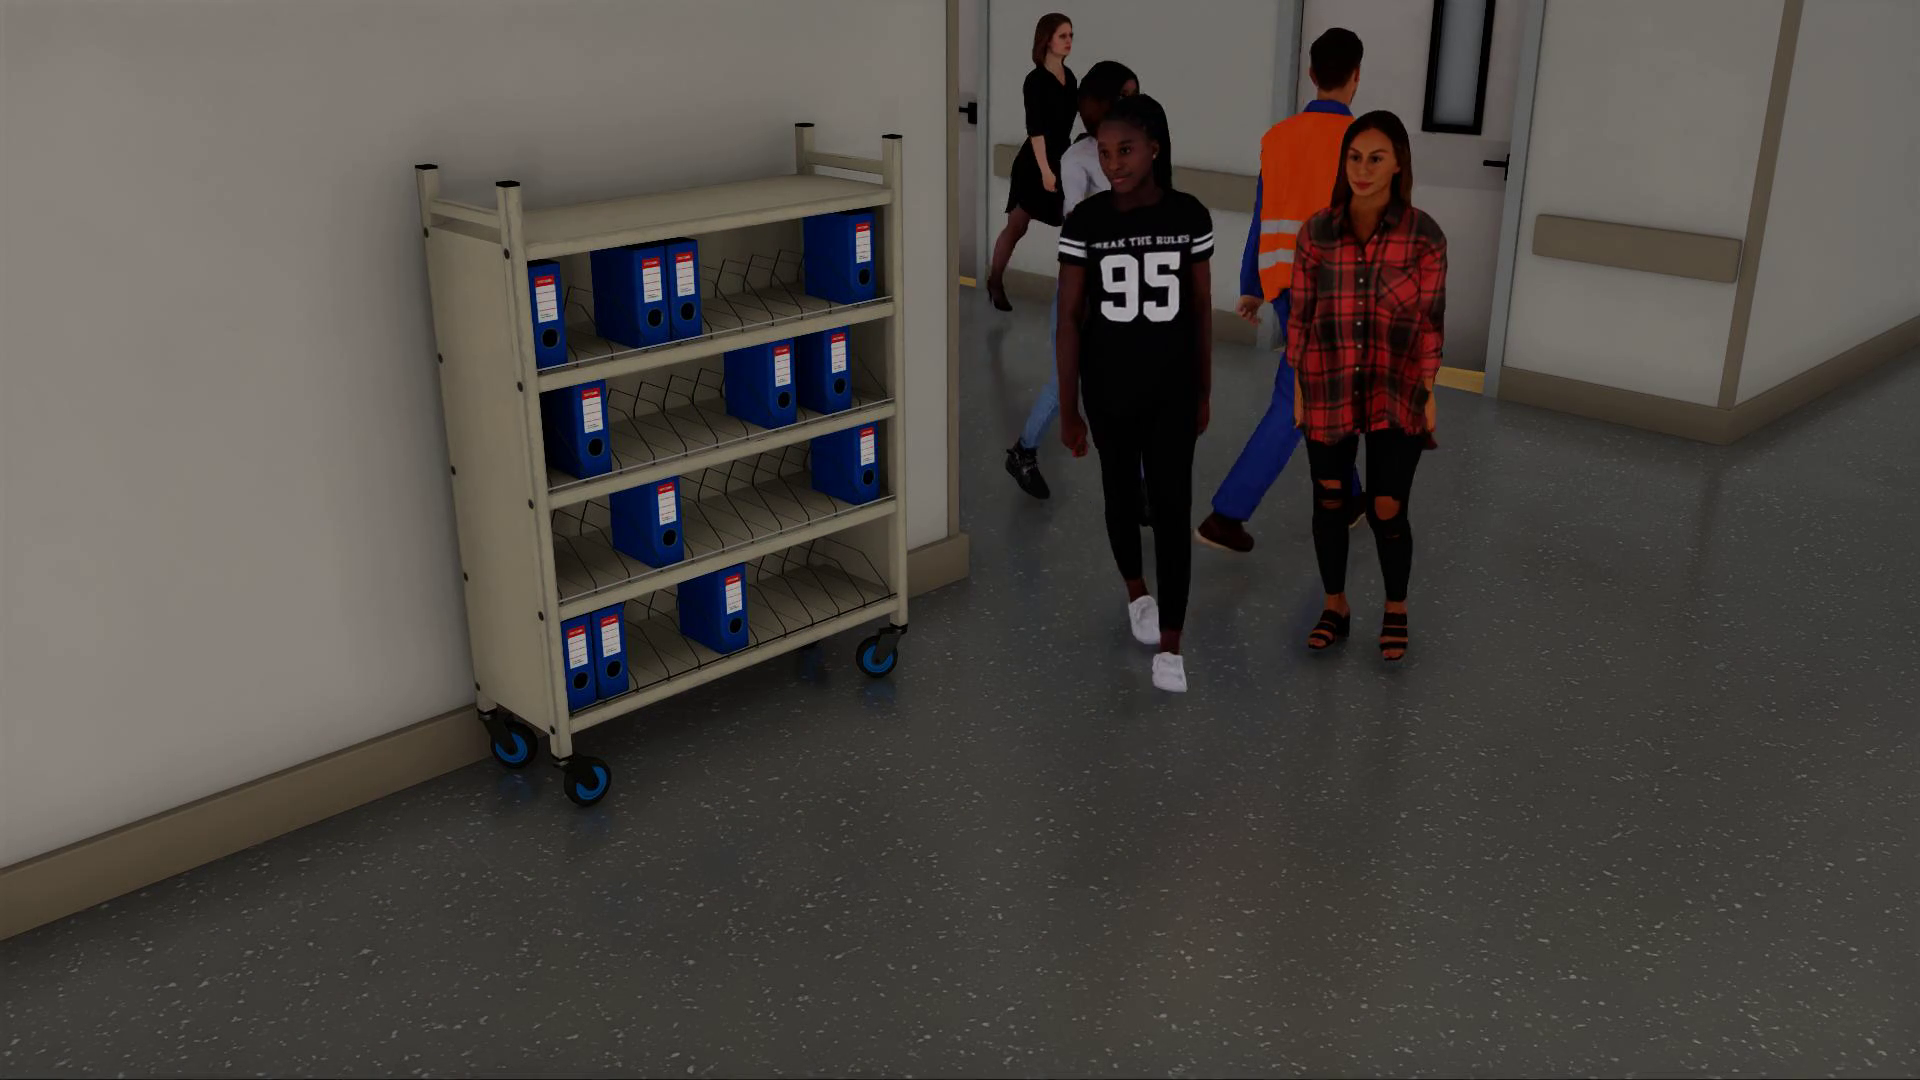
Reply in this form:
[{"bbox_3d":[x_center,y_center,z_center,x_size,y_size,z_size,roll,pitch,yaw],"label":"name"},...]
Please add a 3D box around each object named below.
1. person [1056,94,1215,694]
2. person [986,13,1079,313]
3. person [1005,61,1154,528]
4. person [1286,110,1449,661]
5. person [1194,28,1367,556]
[{"bbox_3d":[0.528,-0.456,5.048,1.053,1.704,1.127,-1,21,-2],"label":"person"},{"bbox_3d":[0.396,-2.016,9.244,0.652,1.650,1.035,19,28,40],"label":"person"},{"bbox_3d":[0.443,-0.885,6.208,1.063,1.684,0.724,-17,26,-37],"label":"person"},{"bbox_3d":[1.223,-0.429,5.001,0.707,1.687,0.703,9,23,23],"label":"person"},{"bbox_3d":[1.163,-0.786,5.773,1.251,1.808,0.817,-15,25,-34],"label":"person"}]
